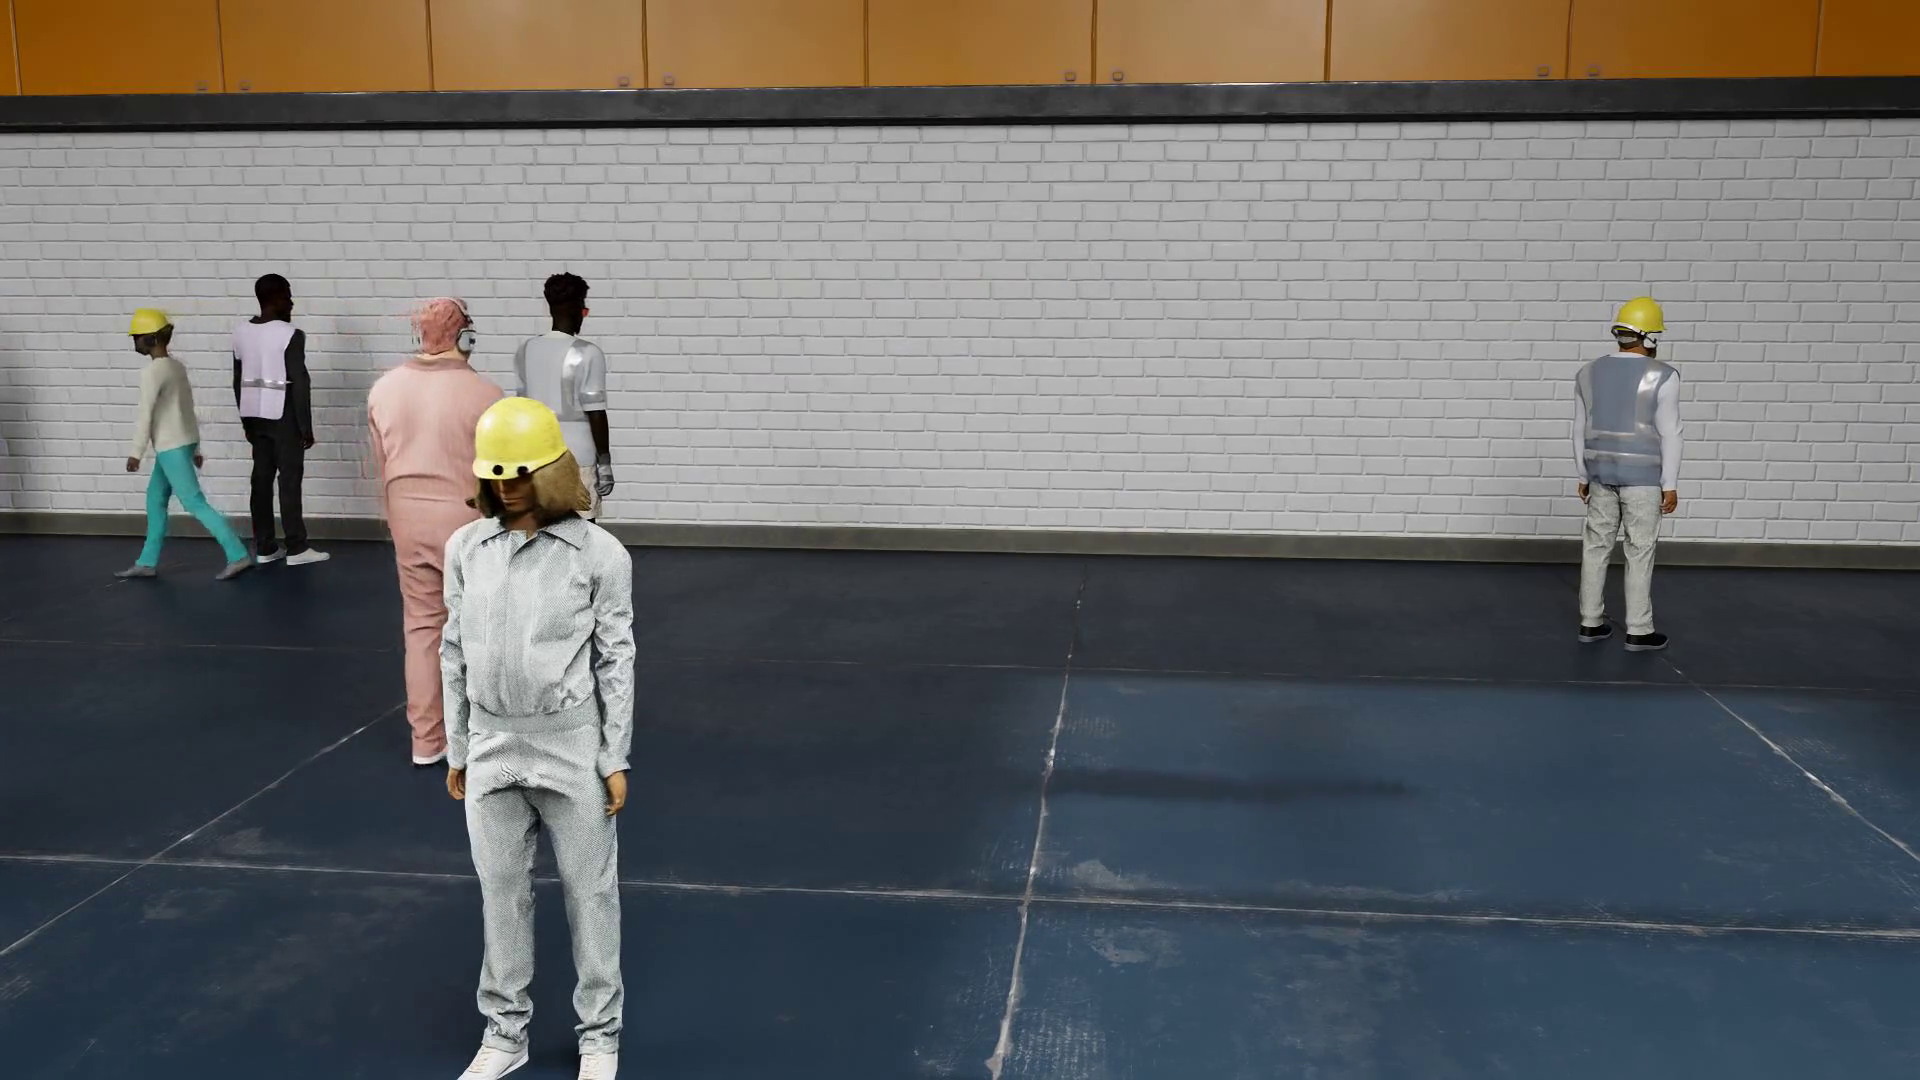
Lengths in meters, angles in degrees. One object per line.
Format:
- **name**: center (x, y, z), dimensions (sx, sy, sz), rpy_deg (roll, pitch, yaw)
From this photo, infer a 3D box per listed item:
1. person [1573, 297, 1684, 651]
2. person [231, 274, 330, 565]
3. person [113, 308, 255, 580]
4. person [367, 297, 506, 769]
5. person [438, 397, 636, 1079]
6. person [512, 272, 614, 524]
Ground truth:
- **person**: center (3.483, -0.342, 8.665), dimensions (0.404, 1.833, 0.592), rpy_deg (-8, 12, -37)
- **person**: center (-4.526, -0.788, 10.979), dimensions (0.590, 1.916, 0.393), rpy_deg (4, 11, 23)
- **person**: center (-4.892, -0.589, 10.406), dimensions (0.882, 1.719, 0.524), rpy_deg (-1, 10, -8)
- **person**: center (-2.041, -0.024, 6.704), dimensions (0.656, 1.889, 0.534), rpy_deg (2, 10, 14)
- **person**: center (-1.026, 0.520, 4.012), dimensions (0.484, 1.736, 0.308), rpy_deg (2, 10, 9)
- **person**: center (-2.119, -0.455, 8.958), dimensions (0.607, 1.958, 0.372), rpy_deg (6, 11, 29)
